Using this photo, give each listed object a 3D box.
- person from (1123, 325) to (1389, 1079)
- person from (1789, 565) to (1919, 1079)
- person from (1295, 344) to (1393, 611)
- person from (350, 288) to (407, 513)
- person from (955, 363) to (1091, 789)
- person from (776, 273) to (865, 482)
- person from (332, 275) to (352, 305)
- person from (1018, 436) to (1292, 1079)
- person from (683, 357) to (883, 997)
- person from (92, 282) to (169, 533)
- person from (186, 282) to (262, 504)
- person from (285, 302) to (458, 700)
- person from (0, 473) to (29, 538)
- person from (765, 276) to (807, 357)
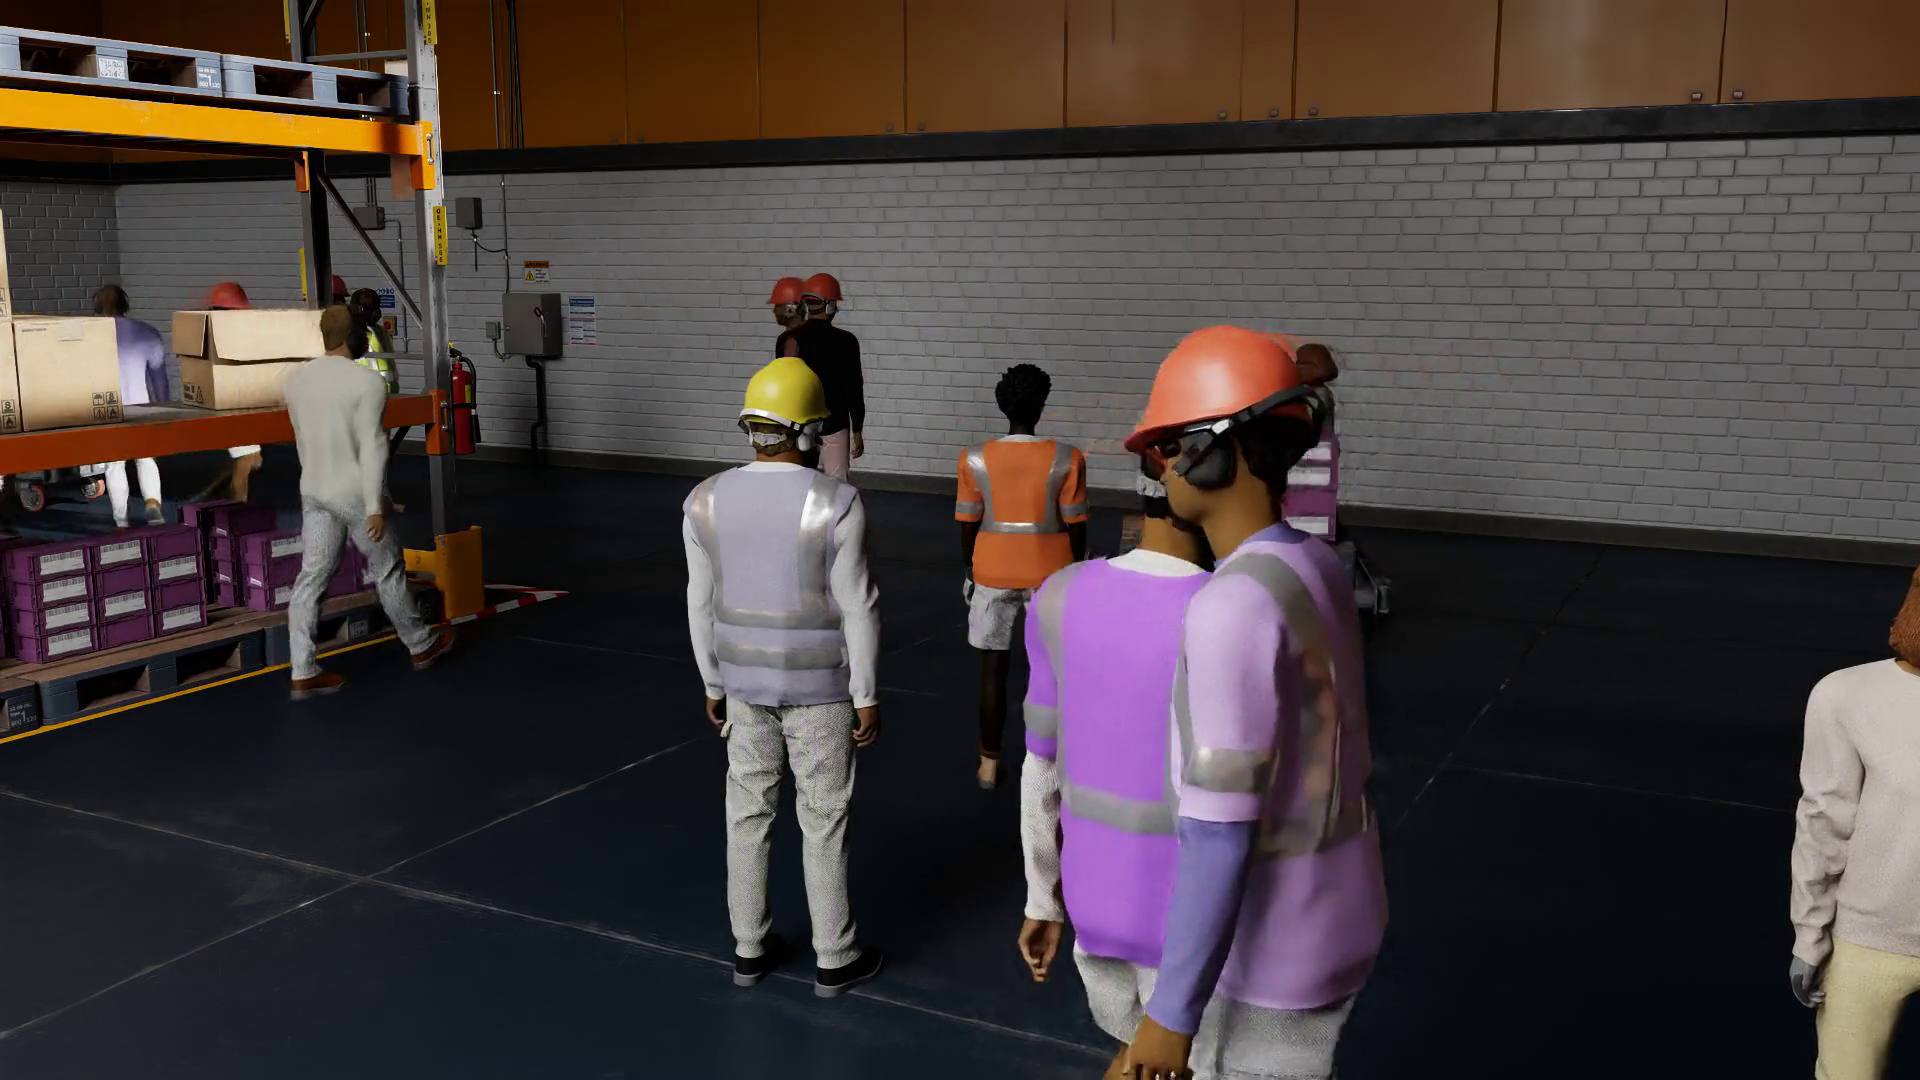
[{"bbox_3d":[0.600,0.666,2.723,0.754,2.012,0.623,3,10,19],"label":"person"},{"bbox_3d":[1.830,0.785,3.135,0.499,1.628,0.278,4,10,20],"label":"person"},{"bbox_3d":[2.178,-0.372,9.920,0.810,1.598,0.498,3,10,15],"label":"person"},{"bbox_3d":[-4.746,-1.100,13.424,0.429,1.843,0.631,2,10,11],"label":"person"},{"bbox_3d":[0.249,0.156,6.569,0.535,1.697,0.318,1,10,8],"label":"person"},{"bbox_3d":[-0.904,-0.739,10.886,0.621,1.992,0.397,4,10,20],"label":"person"},{"bbox_3d":[-5.476,-1.350,14.594,0.552,1.933,0.363,3,10,18],"label":"person"},{"bbox_3d":[0.407,0.665,3.034,0.502,1.904,0.556,-9,13,-42],"label":"person"},{"bbox_3d":[-0.484,0.396,4.776,0.588,1.835,0.403,4,10,21],"label":"person"},{"bbox_3d":[-6.217,-0.950,12.360,0.640,1.916,0.596,-7,12,-34],"label":"person"},{"bbox_3d":[-5.459,-0.955,12.363,0.545,1.913,0.562,-1,10,-6],"label":"person"},{"bbox_3d":[-2.958,-0.215,8.158,0.656,1.883,1.005,5,11,25],"label":"person"},{"bbox_3d":[-5.532,-0.414,9.581,0.680,1.805,0.623,-8,13,-40],"label":"person"},{"bbox_3d":[-1.002,-0.755,11.051,0.572,1.978,0.612,1,10,4],"label":"person"}]
